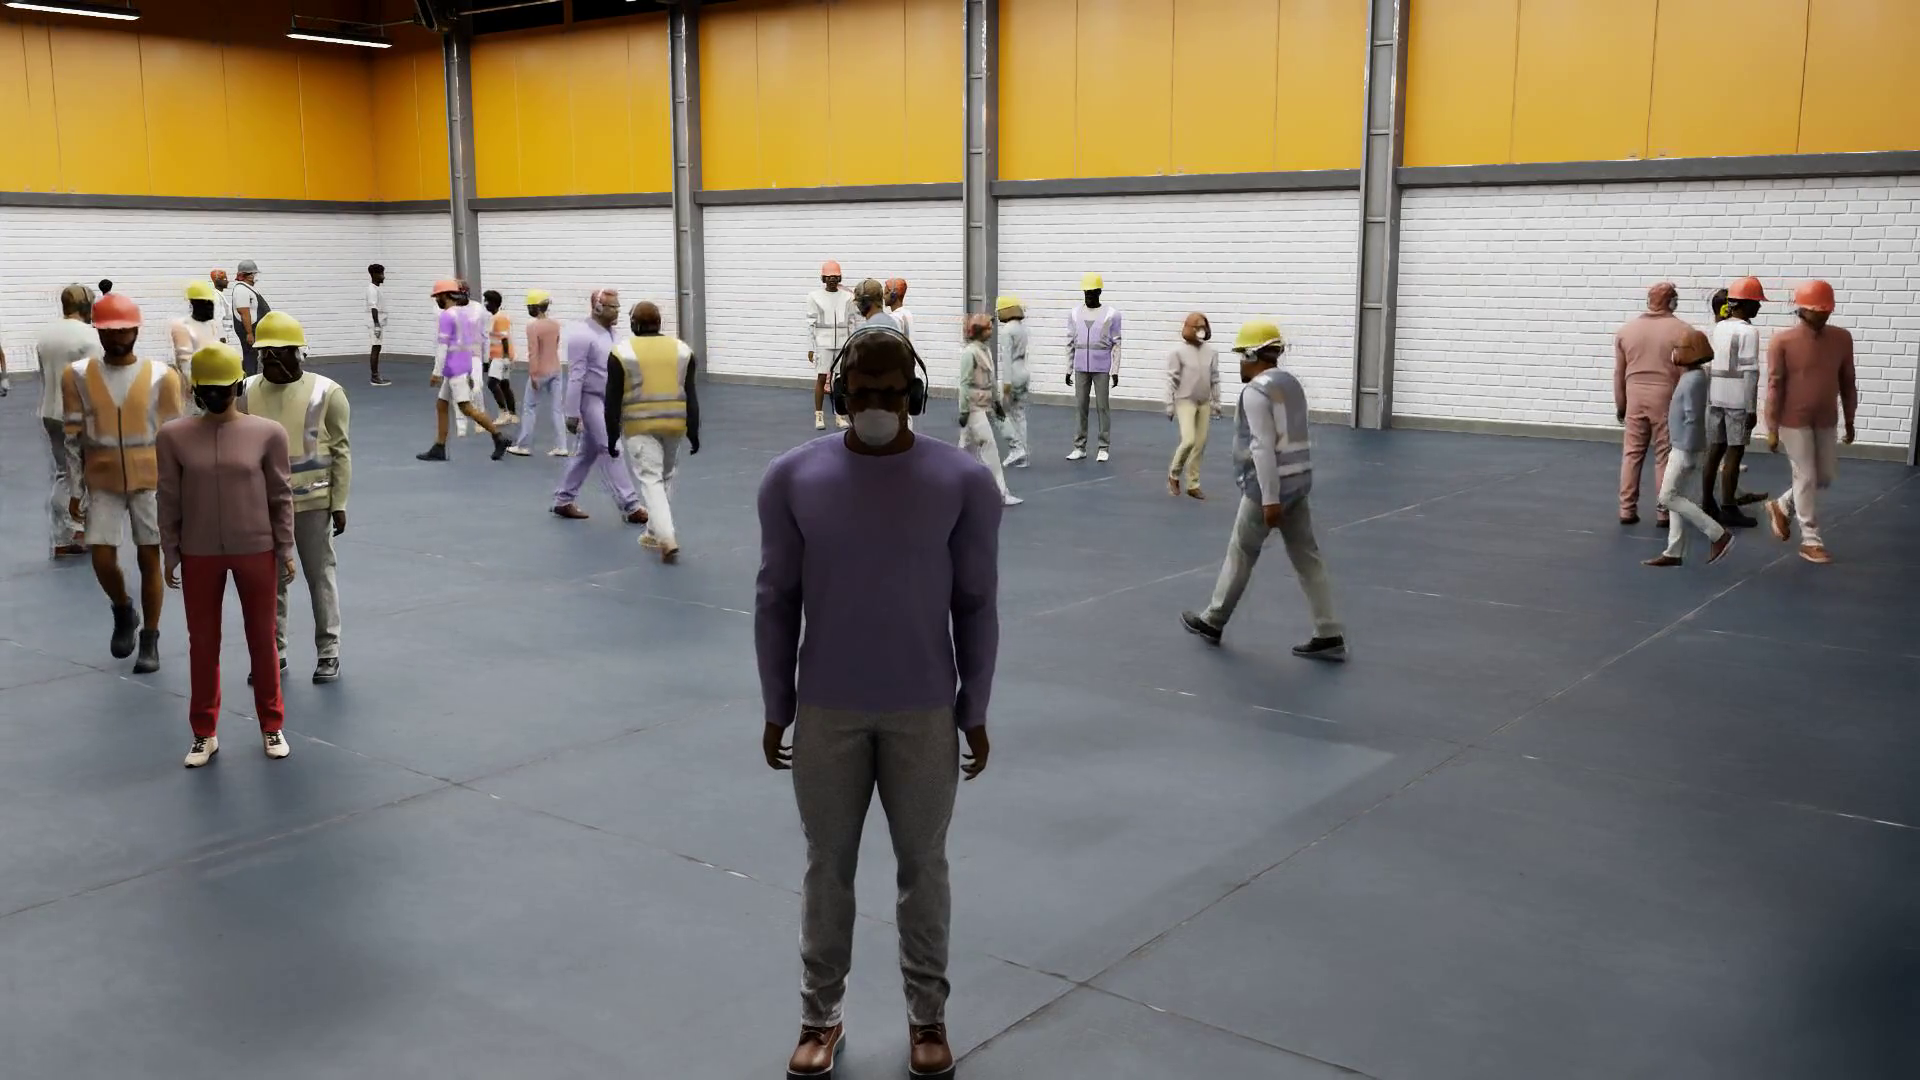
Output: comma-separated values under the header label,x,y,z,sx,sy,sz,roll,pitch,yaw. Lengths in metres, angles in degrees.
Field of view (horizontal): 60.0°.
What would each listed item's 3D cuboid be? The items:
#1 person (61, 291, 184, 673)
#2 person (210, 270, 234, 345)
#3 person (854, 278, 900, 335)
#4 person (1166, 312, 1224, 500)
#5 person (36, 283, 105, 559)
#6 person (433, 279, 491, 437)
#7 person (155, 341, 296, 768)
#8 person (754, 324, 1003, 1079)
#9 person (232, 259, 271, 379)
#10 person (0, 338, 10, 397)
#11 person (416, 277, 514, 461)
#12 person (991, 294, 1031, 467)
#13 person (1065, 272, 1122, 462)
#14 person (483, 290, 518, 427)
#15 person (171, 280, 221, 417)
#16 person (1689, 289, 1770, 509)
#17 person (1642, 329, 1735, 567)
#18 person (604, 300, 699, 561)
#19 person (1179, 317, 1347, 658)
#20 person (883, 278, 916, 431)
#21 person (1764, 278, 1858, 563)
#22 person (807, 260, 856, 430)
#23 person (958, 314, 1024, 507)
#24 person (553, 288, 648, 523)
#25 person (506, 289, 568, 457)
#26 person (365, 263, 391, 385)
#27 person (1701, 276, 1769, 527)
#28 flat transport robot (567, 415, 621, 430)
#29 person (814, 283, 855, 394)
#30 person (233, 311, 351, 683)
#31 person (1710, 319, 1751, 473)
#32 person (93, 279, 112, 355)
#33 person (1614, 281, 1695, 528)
label,x,y,z,sx,sy,sz,roll,pitch,yaw
person,-4.203,-0.288,8.407,0.563,1.927,0.423,-4,10,-21
person,-10.859,-3.028,24.489,0.350,1.882,0.583,-4,10,-21
person,-0.636,-0.989,12.480,0.371,1.933,0.627,2,10,13
person,2.032,-1.145,14.296,0.505,1.624,0.338,-5,11,-29
person,-6.109,-0.813,11.512,0.701,1.912,0.480,5,11,29
person,-5.752,-2.092,19.225,0.623,1.828,0.440,-1,10,-5
person,-3.026,0.059,6.885,0.524,1.760,0.326,-3,10,-20
person,-0.208,0.427,4.224,0.630,1.938,0.373,0,10,0
person,-10.118,-2.997,23.853,0.537,2.000,0.682,-3,10,-18
person,-9.473,-1.543,15.997,0.566,1.824,0.928,-4,11,-24
person,-5.074,-1.743,17.006,0.956,1.890,0.562,-1,10,-3
person,0.515,-1.573,16.503,0.435,1.706,0.517,5,11,28
person,1.351,-1.764,17.005,0.594,1.926,0.366,4,11,24
person,-5.655,-2.211,20.315,0.493,1.672,0.559,-5,11,-26
person,-6.586,-1.329,14.617,0.980,1.878,0.597,3,10,16
person,6.235,-1.116,13.529,0.934,1.819,0.537,1,10,6
person,4.887,-0.592,11.086,0.477,1.620,0.504,5,11,27
person,-2.119,-0.761,11.569,0.649,1.802,0.912,-6,11,-31
person,1.623,-0.273,8.763,0.979,1.770,0.615,8,12,39
person,-0.606,-1.565,15.976,0.350,1.881,0.583,1,10,8
person,5.859,-0.843,11.591,0.656,1.954,0.719,-1,10,-5
person,-1.535,-2.348,20.066,0.614,2.041,0.393,-4,10,-21
person,0.238,-1.075,13.905,0.774,1.605,0.525,2,10,13
person,-2.838,-1.054,13.123,0.991,1.850,0.672,2,10,12
person,-4.419,-1.733,17.371,0.700,1.741,0.544,5,11,28
person,-9.429,-3.484,26.901,0.364,1.964,0.611,-3,10,-18
person,6.039,-1.072,12.947,0.366,1.935,0.552,-2,10,-9
flat transport robot,-4.461,-1.508,20.329,0.652,0.197,1.431,-2,10,-12
person,-1.910,-3.157,25.179,0.652,1.904,0.403,-4,11,-22
person,-3.301,-0.202,8.187,0.588,1.833,0.404,0,10,-2
person,7.476,-1.554,16.065,0.501,1.839,0.342,-8,13,-39
person,-14.141,-3.477,27.644,0.535,1.697,0.322,-4,11,-23
person,5.414,-1.051,12.919,0.404,1.905,0.648,-9,13,-43
